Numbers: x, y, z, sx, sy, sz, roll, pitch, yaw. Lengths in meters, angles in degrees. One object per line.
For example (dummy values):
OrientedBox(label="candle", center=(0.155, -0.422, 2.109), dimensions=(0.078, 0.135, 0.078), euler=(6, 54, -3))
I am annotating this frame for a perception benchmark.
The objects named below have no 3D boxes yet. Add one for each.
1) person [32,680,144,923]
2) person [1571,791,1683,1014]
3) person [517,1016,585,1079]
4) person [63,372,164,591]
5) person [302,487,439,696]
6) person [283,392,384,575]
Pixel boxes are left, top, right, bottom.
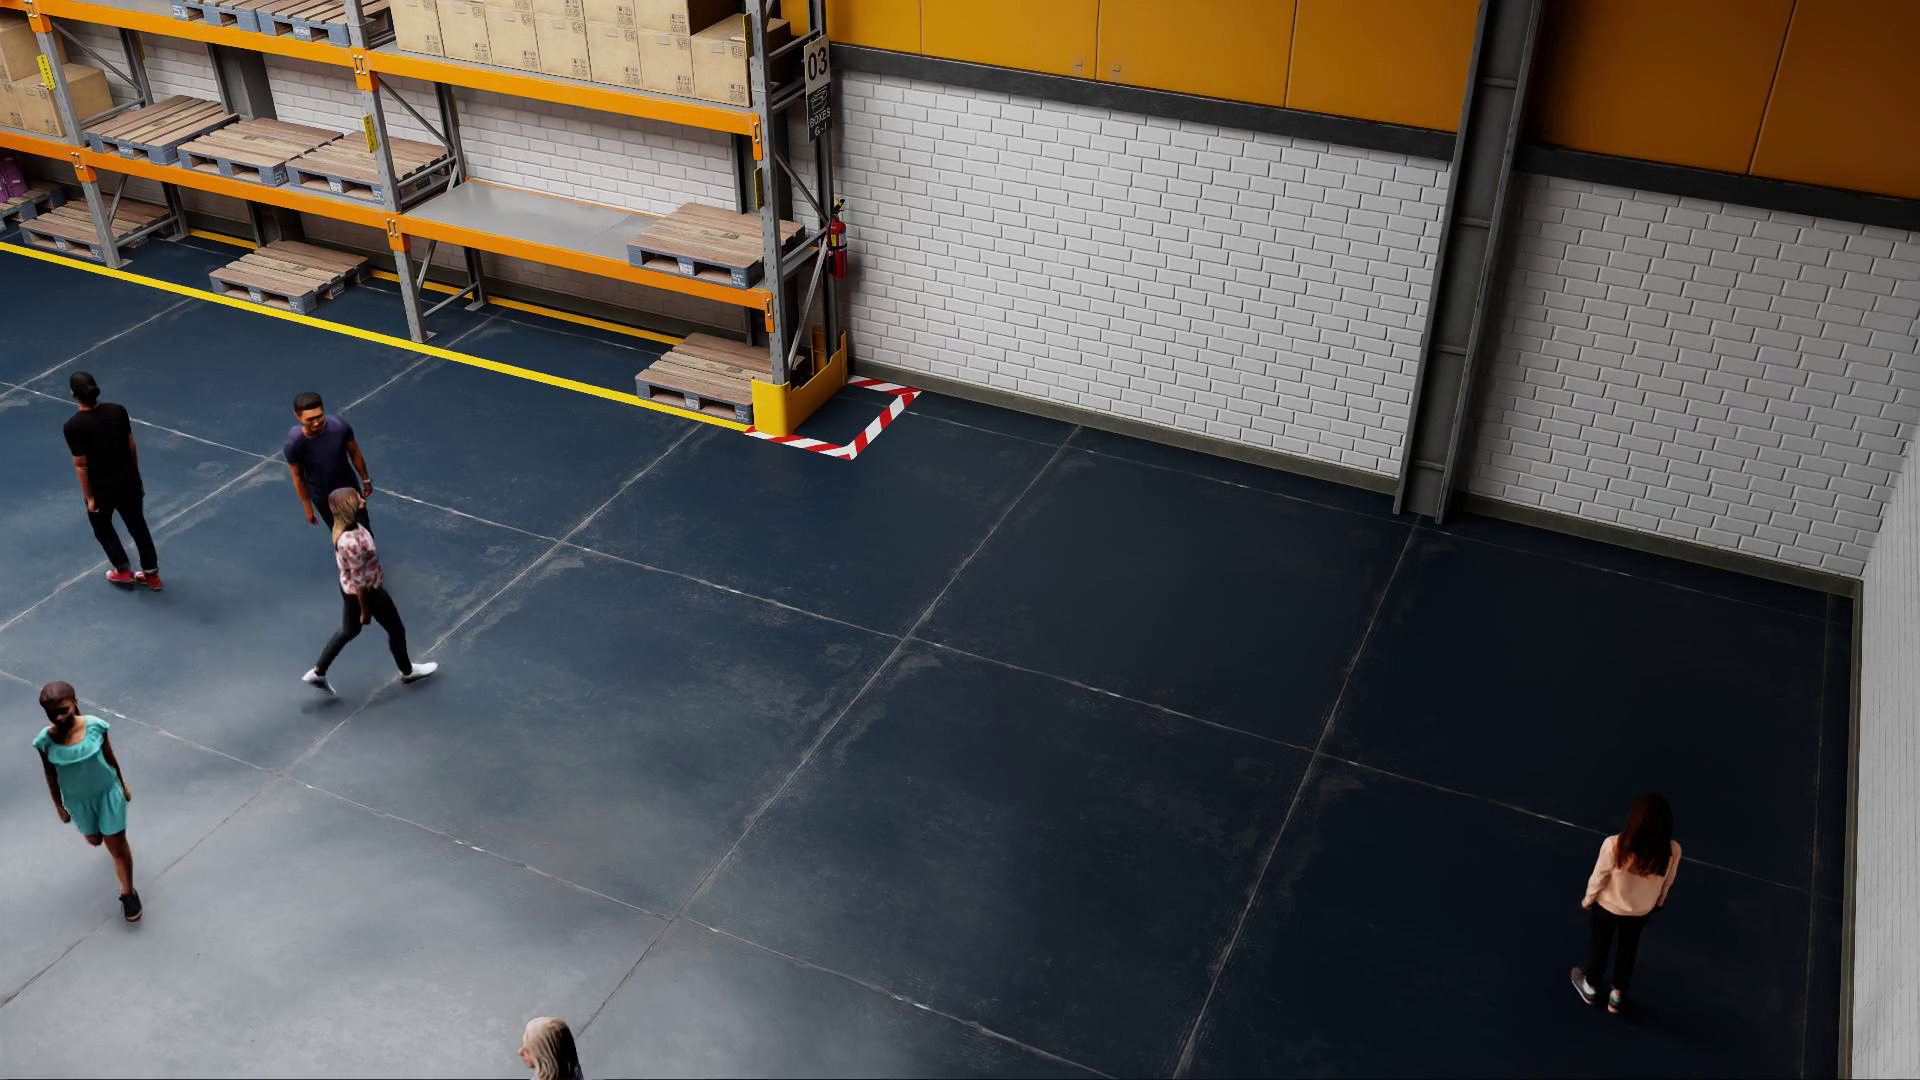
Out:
OrientedBox(label="person", center=(-4.956, 1.408, 9.494), dimensions=(0.930, 1.540, 1.030), euler=(-14, 36, -20))
OrientedBox(label="person", center=(3.504, 1.916, 8.785), dimensions=(0.598, 1.480, 0.709), euler=(2, 34, 3))
OrientedBox(label="person", center=(-1.649, 2.707, 7.415), dimensions=(1.177, 1.679, 1.061), euler=(-9, 35, -14))
OrientedBox(label="person", center=(-6.058, -0.374, 11.993), dimensions=(0.756, 1.742, 0.714), euler=(21, 39, 28))
OrientedBox(label="person", center=(-4.037, 0.371, 10.999), dimensions=(0.982, 1.602, 1.086), euler=(-21, 39, -28))
OrientedBox(label="person", center=(-4.517, -0.377, 11.987), dimensions=(0.852, 1.754, 0.901), euler=(-19, 38, -26))
